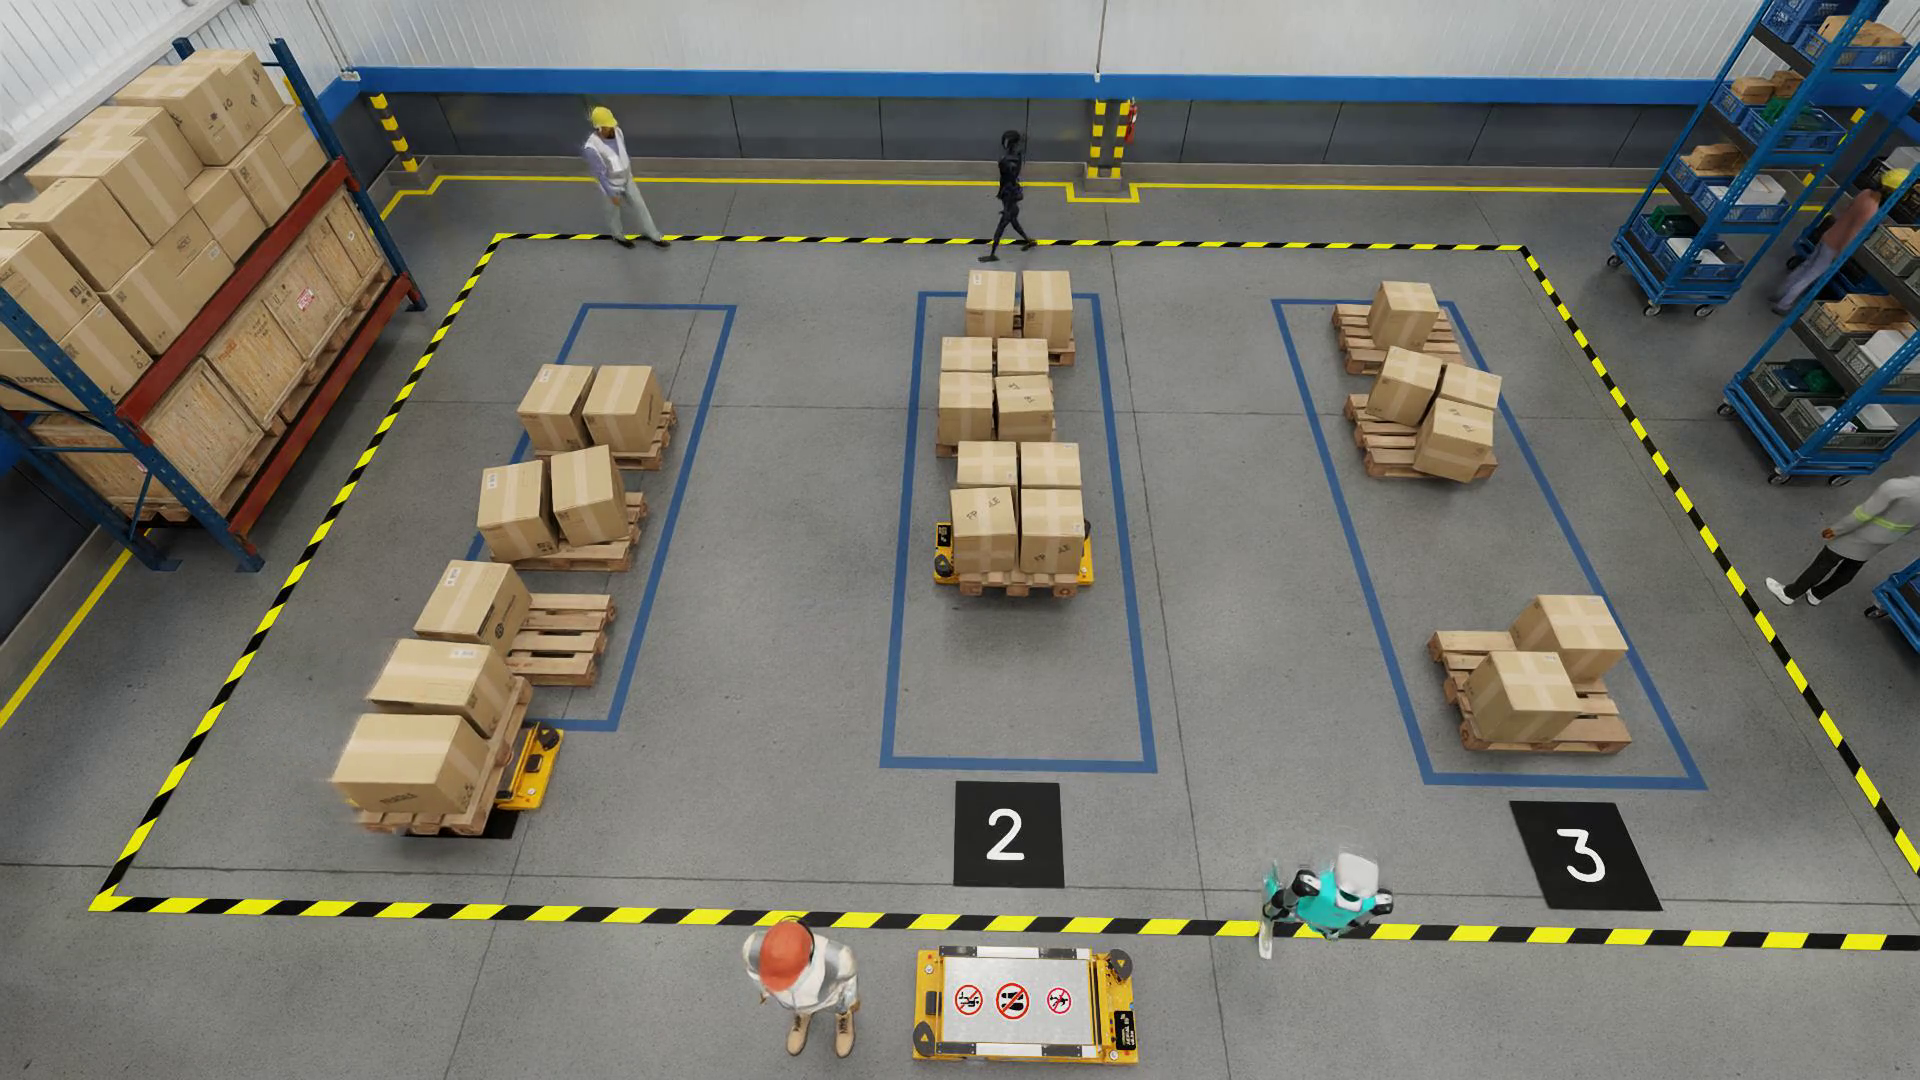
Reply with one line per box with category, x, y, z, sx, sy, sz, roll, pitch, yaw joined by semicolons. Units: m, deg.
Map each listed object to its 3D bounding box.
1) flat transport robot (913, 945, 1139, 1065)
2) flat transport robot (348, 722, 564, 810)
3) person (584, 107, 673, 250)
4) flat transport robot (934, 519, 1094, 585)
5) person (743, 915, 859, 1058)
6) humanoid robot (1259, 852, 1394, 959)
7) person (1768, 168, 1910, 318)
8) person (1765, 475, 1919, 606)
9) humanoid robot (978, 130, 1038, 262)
flat transport robot;0.422;3.041;6.007;1.431;0.231;0.659;1;51;1
flat transport robot;-3.880;1.722;7.064;1.431;0.197;0.652;1;51;1
person;-4.022;-4.254;10.970;0.883;1.792;0.602;24;55;19
flat transport robot;0.490;0.087;8.397;1.431;0.197;0.652;1;51;1
person;-0.870;2.581;5.238;0.604;2.045;0.382;5;51;4
humanoid robot;2.183;2.214;5.807;0.552;1.897;0.741;10;52;8
person;9.791;-3.304;10.212;0.325;1.766;0.532;19;53;15
person;7.485;-0.092;7.539;0.588;1.852;0.375;3;51;2
humanoid robot;0.620;-4.106;10.956;0.769;1.639;0.586;-8;51;-6
